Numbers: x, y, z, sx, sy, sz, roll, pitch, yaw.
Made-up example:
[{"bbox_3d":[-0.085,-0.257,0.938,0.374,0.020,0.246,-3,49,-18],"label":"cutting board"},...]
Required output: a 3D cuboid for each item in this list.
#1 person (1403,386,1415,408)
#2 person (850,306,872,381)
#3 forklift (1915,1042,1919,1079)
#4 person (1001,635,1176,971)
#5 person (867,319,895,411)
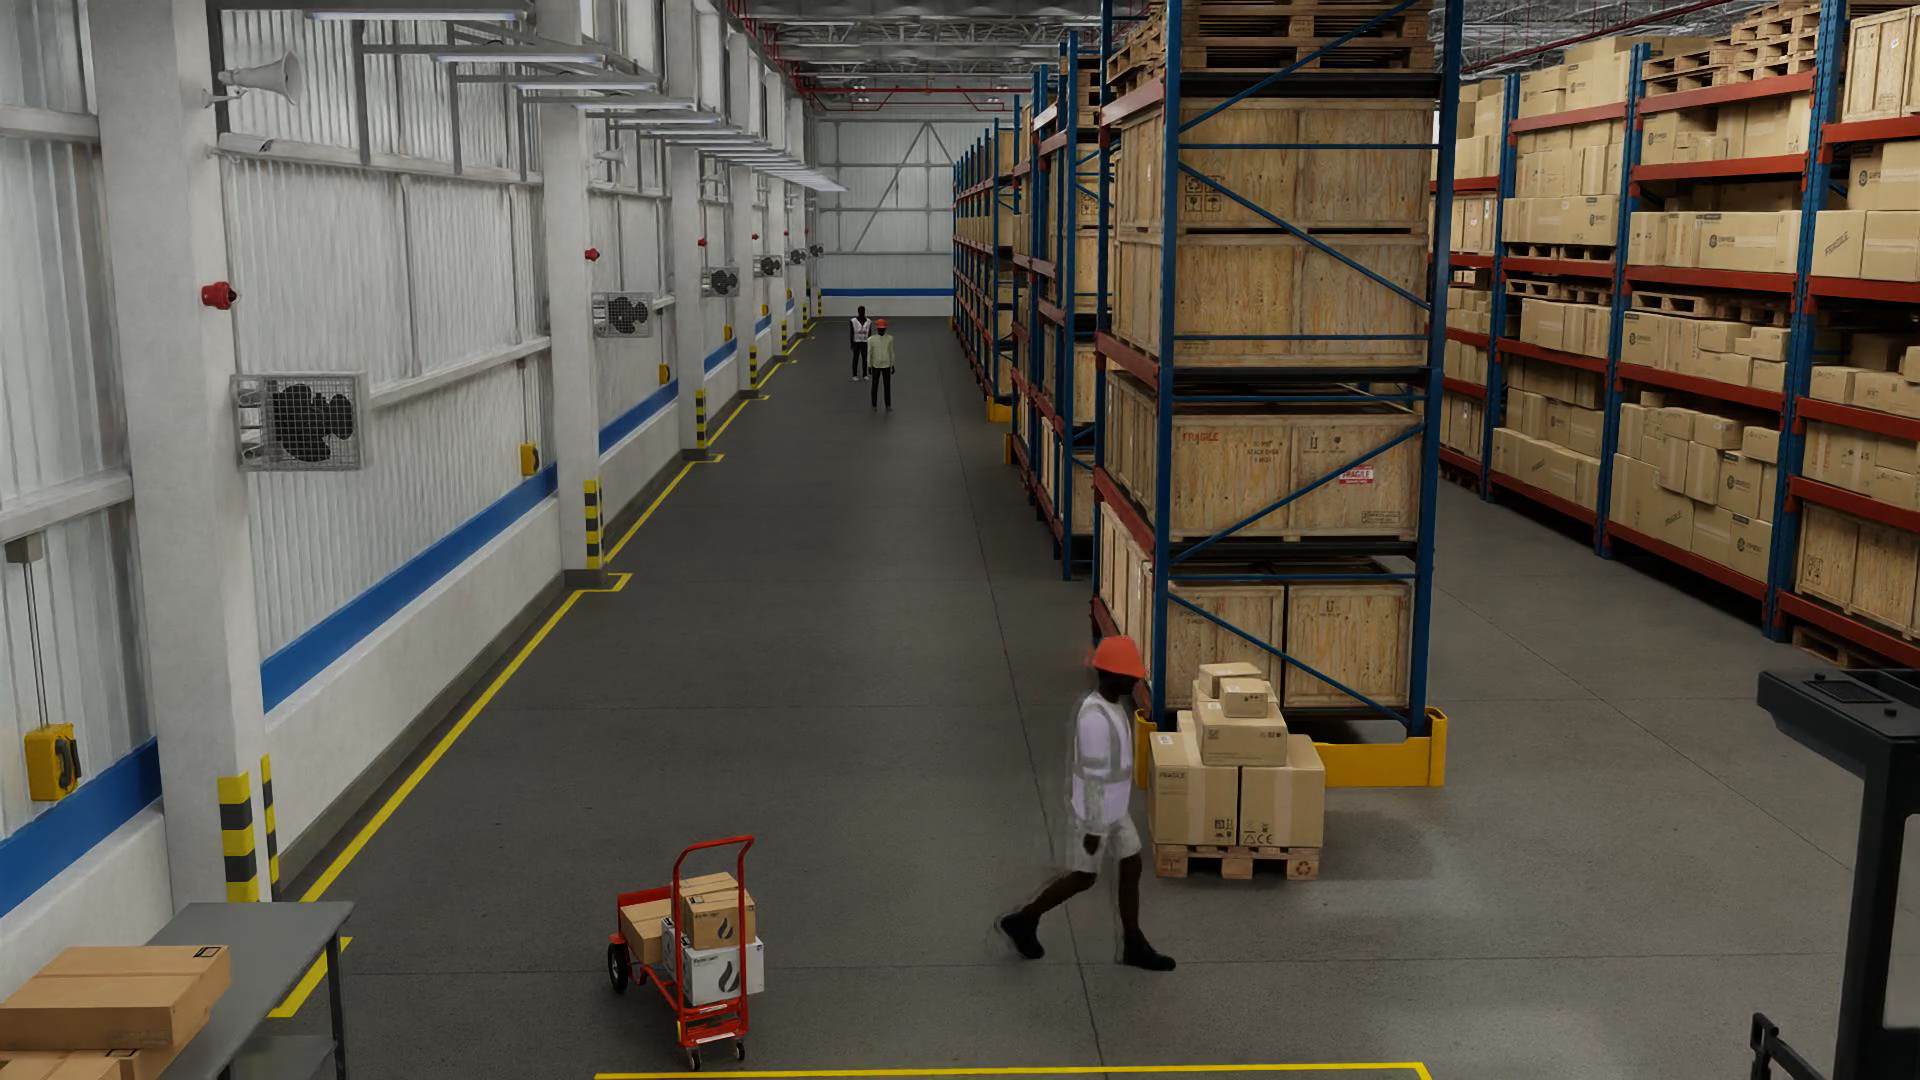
[{"bbox_3d":[8.952,-3.117,32.740,0.894,1.854,0.657,4,12,22],"label":"person"},{"bbox_3d":[-2.538,-5.040,42.614,0.593,1.910,0.387,-5,12,-23],"label":"person"},{"bbox_3d":[3.158,1.772,4.631,1.129,2.768,1.873,0,11,-2],"label":"forklift"},{"bbox_3d":[0.697,1.424,9.029,0.906,1.901,0.546,3,11,17],"label":"person"},{"bbox_3d":[-1.691,-3.750,35.701,0.621,1.986,0.411,-3,11,-15],"label":"person"}]
